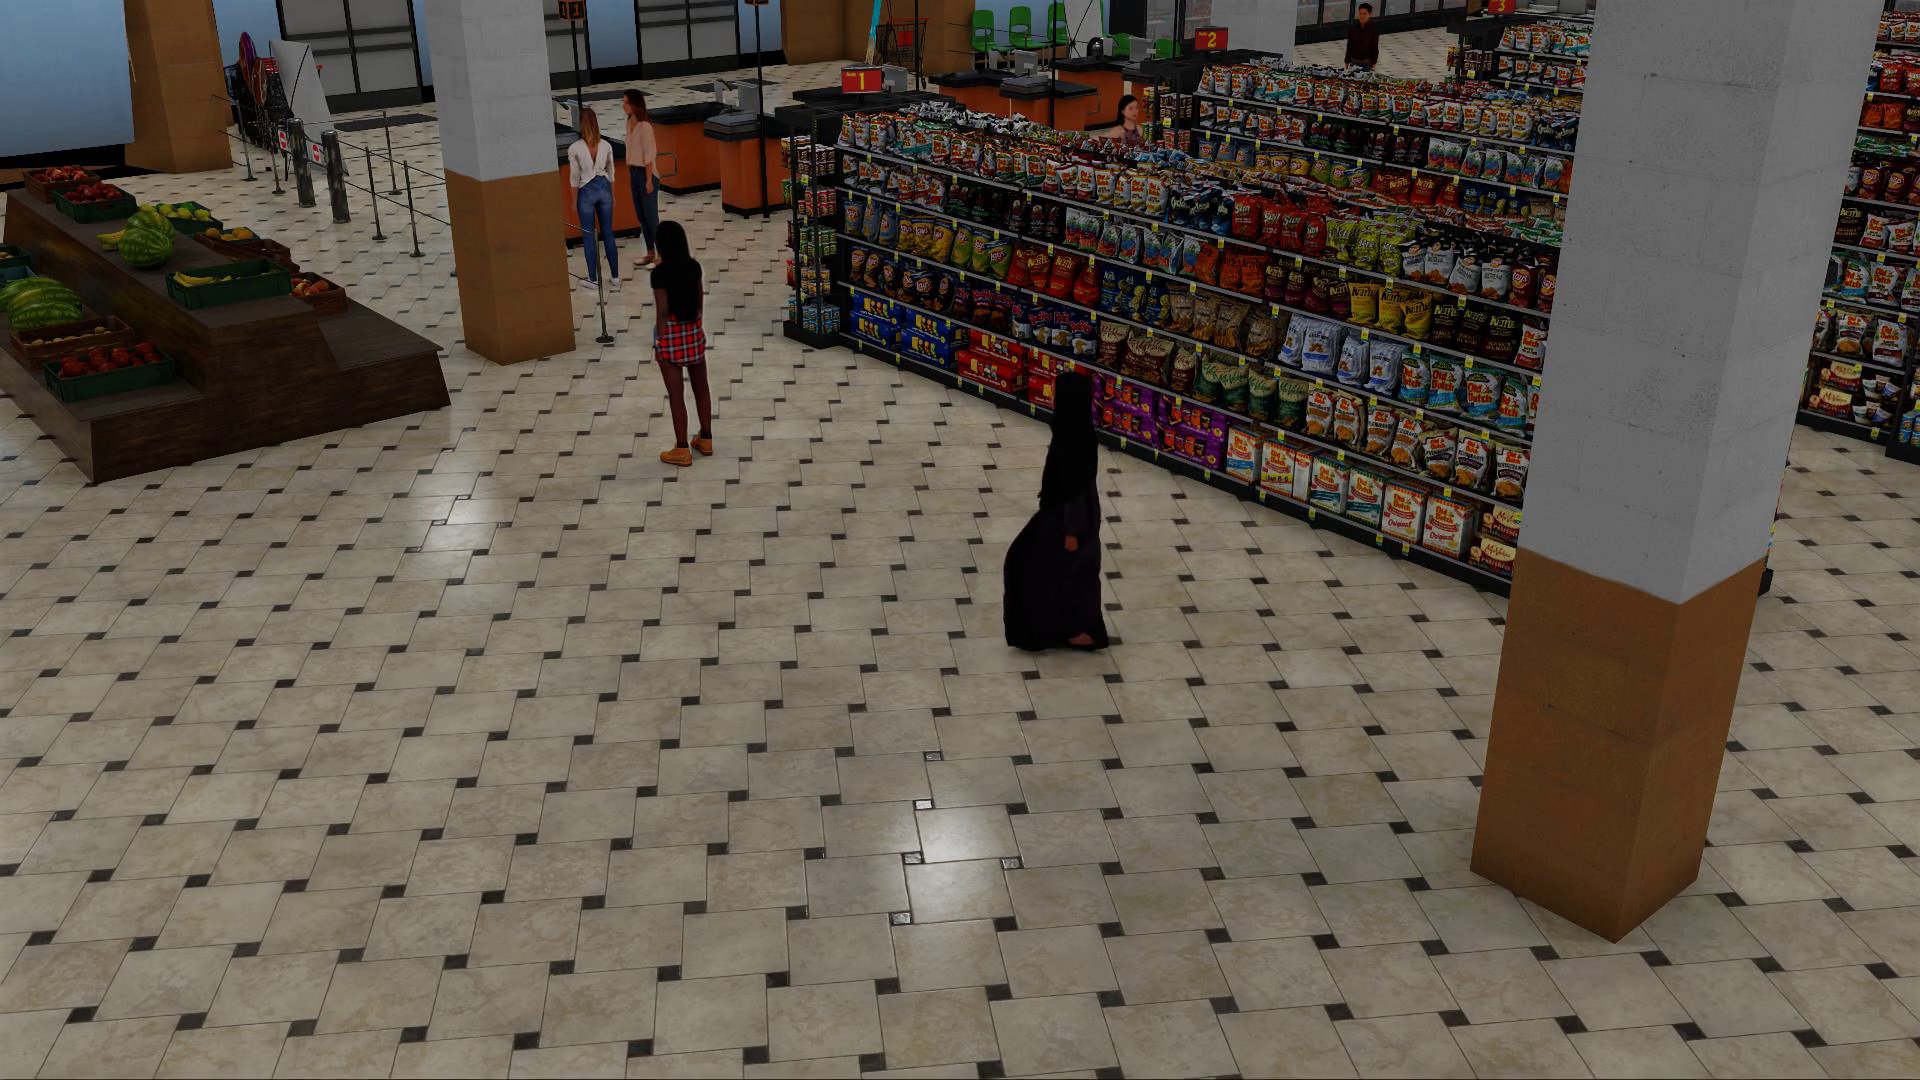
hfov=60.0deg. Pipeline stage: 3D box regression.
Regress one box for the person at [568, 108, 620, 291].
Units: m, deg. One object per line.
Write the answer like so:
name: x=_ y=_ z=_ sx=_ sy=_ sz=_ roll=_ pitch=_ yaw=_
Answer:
person: x=-3.526 y=-3.294 z=16.052 sx=0.633 sy=1.720 sz=0.555 roll=-15 pitch=28 yaw=-30

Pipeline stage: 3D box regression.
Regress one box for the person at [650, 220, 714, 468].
person: x=-1.963 y=-1.388 z=11.686 sx=0.666 sy=1.727 sz=0.665 roll=17 pitch=29 yaw=33

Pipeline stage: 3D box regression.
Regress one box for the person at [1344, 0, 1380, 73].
person: x=5.842 y=-6.887 z=24.190 sx=0.607 sy=1.778 sz=0.761 roll=11 pitch=26 yaw=23

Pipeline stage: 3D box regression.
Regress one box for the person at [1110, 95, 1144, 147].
person: x=1.632 y=-3.491 z=16.435 sx=0.658 sy=1.773 sz=0.659 roll=-20 pitch=31 yaw=-38

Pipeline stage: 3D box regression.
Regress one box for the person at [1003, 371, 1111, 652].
person: x=0.656 y=-0.131 z=8.958 sx=0.930 sy=1.612 sz=0.828 roll=7 pitch=25 yaw=16

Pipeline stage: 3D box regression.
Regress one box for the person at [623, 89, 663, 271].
person: x=-3.171 y=-3.629 z=16.733 sx=0.640 sy=1.787 sz=0.465 roll=-18 pitch=29 yaw=-35
